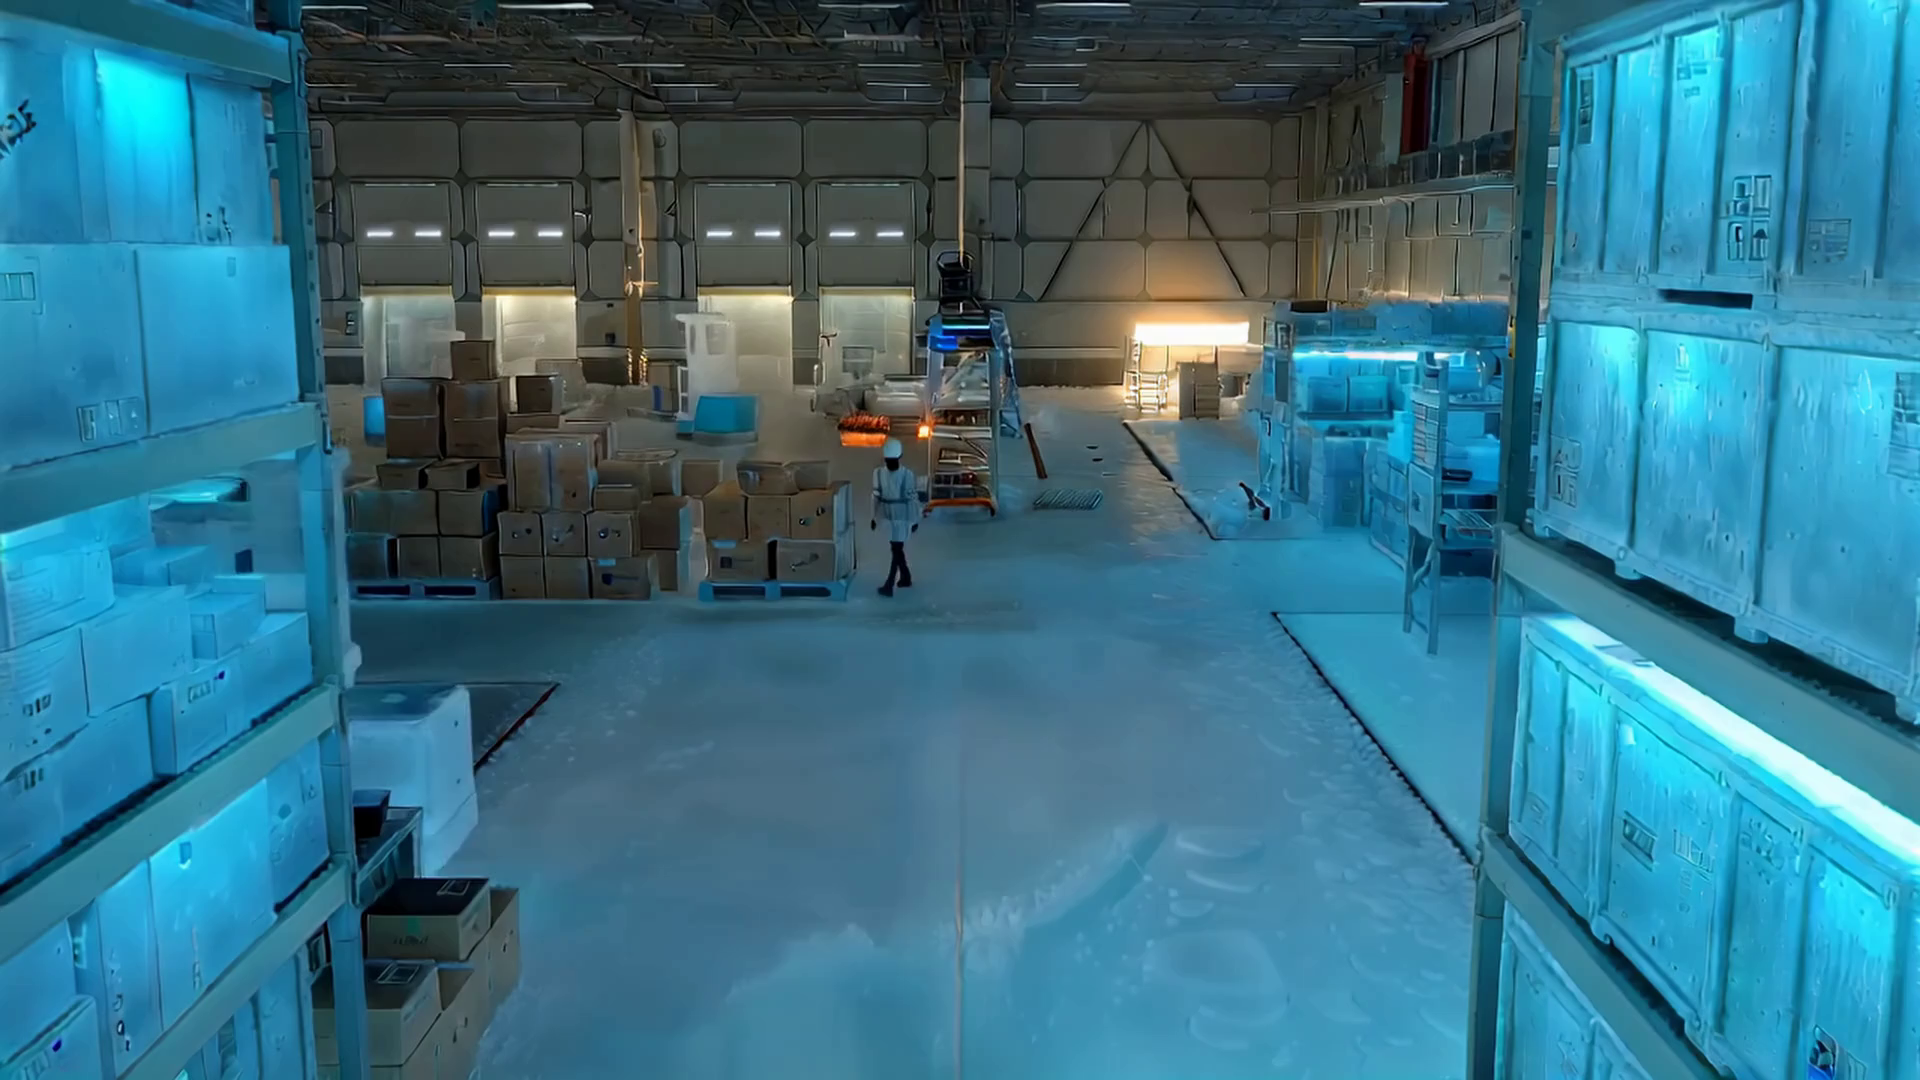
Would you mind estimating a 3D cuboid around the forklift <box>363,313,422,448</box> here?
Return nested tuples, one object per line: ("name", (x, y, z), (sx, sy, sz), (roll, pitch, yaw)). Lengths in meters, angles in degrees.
("forklift", (-11.744, -3.437, 35.529), (1.873, 2.768, 1.129), (-5, 11, -28))

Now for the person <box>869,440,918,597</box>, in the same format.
("person", (-0.803, -0.282, 20.238), (0.542, 1.879, 1.045), (4, 11, 22))

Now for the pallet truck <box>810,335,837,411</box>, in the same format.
("pallet truck", (-3.021, -4.312, 43.126), (1.885, 1.965, 0.823), (3, 10, 17))

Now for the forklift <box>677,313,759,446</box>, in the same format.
("forklift", (-5.244, -3.509, 35.948), (1.129, 2.768, 1.873), (-7, 12, -33))

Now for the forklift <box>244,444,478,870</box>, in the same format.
("forklift", (-4.384, 0.772, 11.246), (1.873, 2.768, 1.129), (0, 10, -1))

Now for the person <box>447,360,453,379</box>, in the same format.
("person", (-11.555, -3.408, 38.128), (0.355, 1.929, 0.627), (-1, 10, -6))
